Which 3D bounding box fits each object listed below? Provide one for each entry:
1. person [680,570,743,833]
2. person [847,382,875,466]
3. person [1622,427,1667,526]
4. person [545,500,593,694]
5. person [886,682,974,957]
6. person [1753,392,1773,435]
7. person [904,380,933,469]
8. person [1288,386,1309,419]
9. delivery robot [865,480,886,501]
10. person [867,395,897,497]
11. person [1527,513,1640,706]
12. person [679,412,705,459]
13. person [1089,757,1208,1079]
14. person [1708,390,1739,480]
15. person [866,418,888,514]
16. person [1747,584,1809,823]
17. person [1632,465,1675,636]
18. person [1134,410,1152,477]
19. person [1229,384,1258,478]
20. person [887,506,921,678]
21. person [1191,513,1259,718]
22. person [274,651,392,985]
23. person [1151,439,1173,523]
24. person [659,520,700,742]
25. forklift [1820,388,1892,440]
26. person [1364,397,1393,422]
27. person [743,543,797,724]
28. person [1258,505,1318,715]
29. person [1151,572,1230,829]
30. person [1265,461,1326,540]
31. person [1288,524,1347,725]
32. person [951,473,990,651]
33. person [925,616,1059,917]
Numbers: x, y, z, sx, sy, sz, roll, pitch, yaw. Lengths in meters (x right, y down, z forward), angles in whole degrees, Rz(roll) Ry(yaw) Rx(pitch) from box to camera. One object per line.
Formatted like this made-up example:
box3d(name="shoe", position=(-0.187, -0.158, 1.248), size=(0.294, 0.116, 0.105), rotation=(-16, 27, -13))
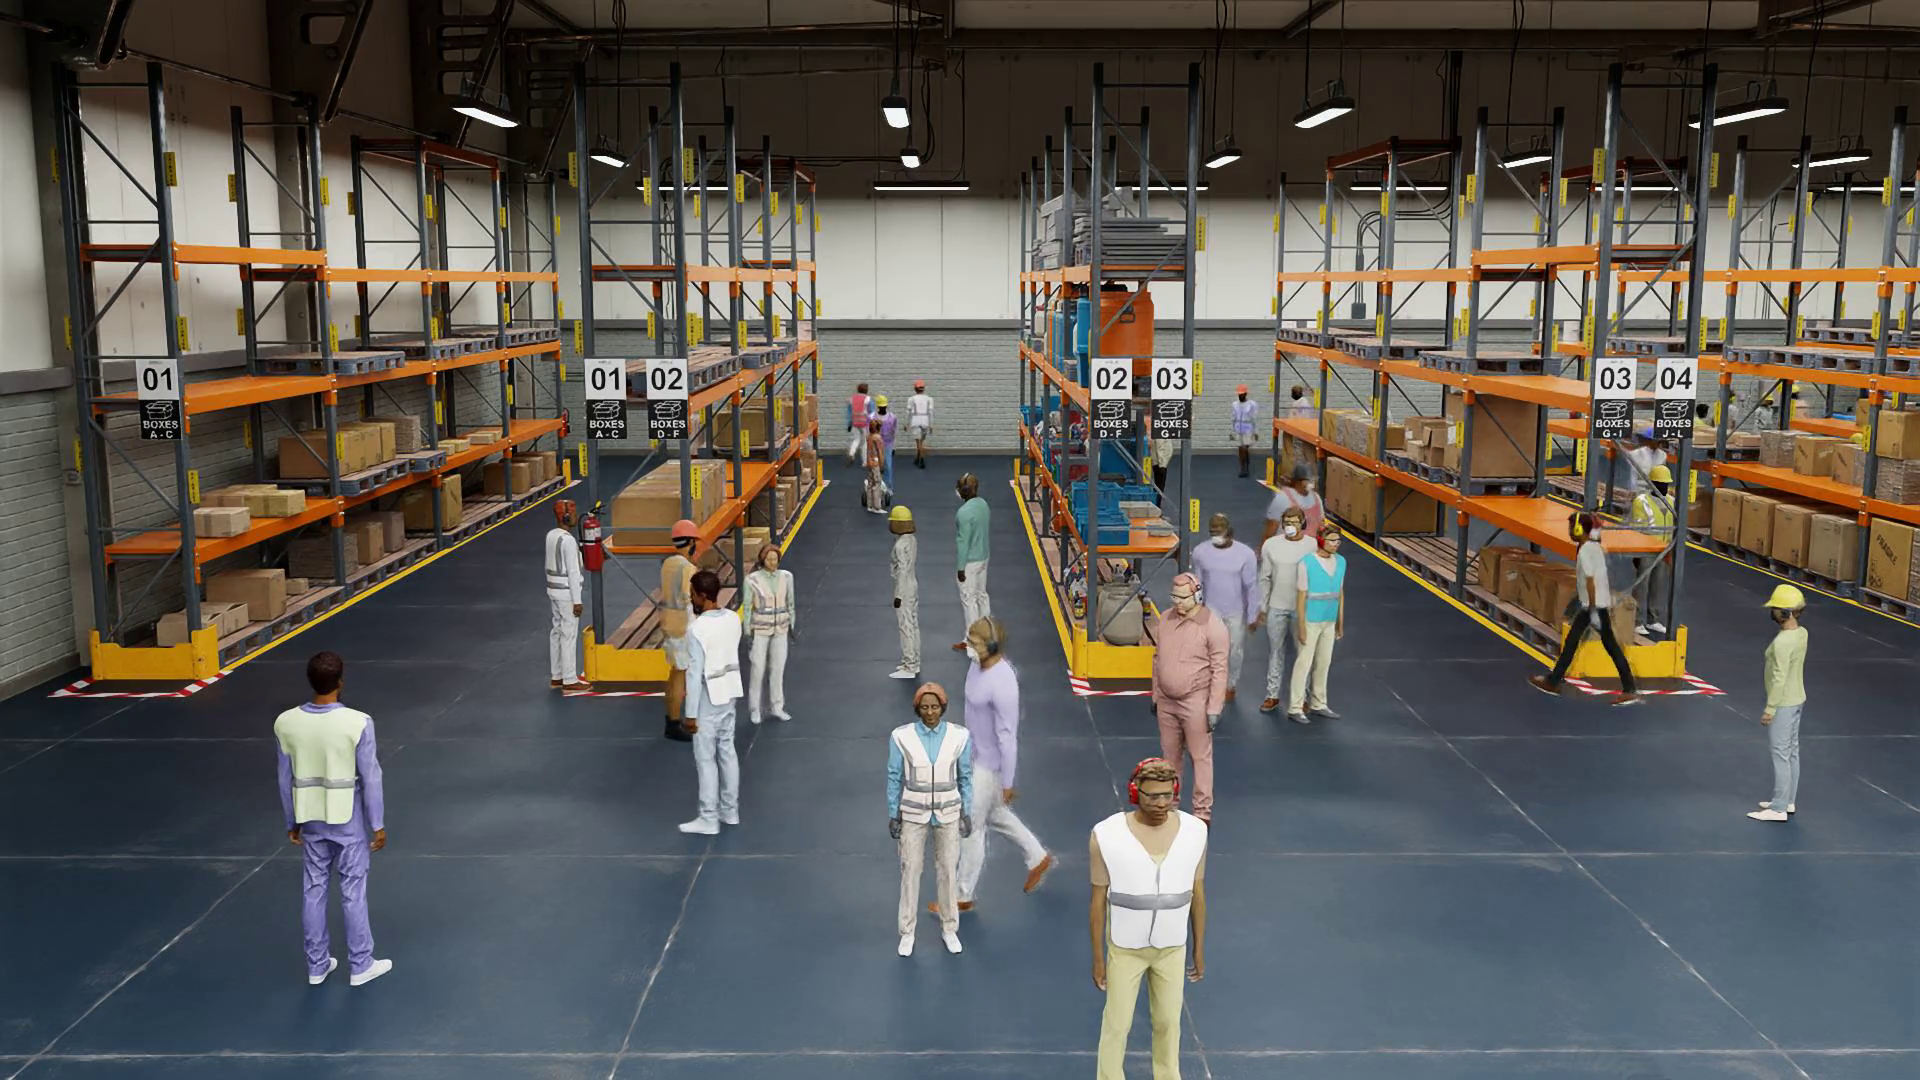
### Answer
box3d(name="person", position=(-1.781, 1.169, 12.057), size=(0.387, 1.911, 0.594), rotation=(4, 10, 26))
box3d(name="person", position=(-2.132, -2.477, 35.791), size=(0.643, 1.829, 0.521), rotation=(4, 10, 23))
box3d(name="person", position=(9.978, -0.721, 24.254), size=(0.616, 1.905, 0.997), rotation=(-1, 9, -9))
box3d(name="person", position=(-3.825, 0.544, 16.144), size=(0.337, 1.882, 0.584), rotation=(-6, 11, -36))
box3d(name="person", position=(-0.177, 1.644, 9.854), size=(0.520, 1.640, 0.307), rotation=(-1, 9, -7))
box3d(name="person", position=(16.432, -2.157, 34.006), size=(0.497, 1.735, 0.340), rotation=(-4, 10, -25))
box3d(name="person", position=(-0.841, -2.473, 35.612), size=(0.600, 1.888, 0.989), rotation=(-3, 9, -16))
box3d(name="person", position=(7.000, -2.297, 34.633), size=(0.620, 1.822, 0.642), rotation=(0, 9, 1))
box3d(name="delivery robot", position=(-1.516, -0.939, 29.634), size=(0.477, 0.478, 0.707), rotation=(-1, 9, -7))
box3d(name="person", position=(-1.474, -1.783, 31.132), size=(0.589, 1.882, 0.894), rotation=(-2, 9, -11))
box3d(name="person", position=(5.999, 0.654, 15.794), size=(1.104, 1.784, 0.500), rotation=(8, 12, 42))
box3d(name="person", position=(-4.718, -1.547, 29.236), size=(0.383, 1.996, 0.609), rotation=(6, 11, 34))
box3d(name="person", position=(0.861, 1.882, 7.716), size=(0.561, 1.836, 0.392), rotation=(-2, 9, -13))
box3d(name="person", position=(15.369, -2.114, 33.506), size=(0.526, 1.825, 0.927), rotation=(8, 12, 42))
box3d(name="person", position=(-1.449, -1.268, 28.574), size=(0.309, 1.645, 0.514), rotation=(-5, 10, -28))
box3d(name="person", position=(6.071, 1.201, 12.298), size=(0.308, 1.769, 0.525), rotation=(8, 12, 41))
box3d(name="person", position=(7.850, 0.110, 18.799), size=(0.587, 1.927, 0.369), rotation=(-4, 10, -22))
box3d(name="person", position=(3.677, -1.898, 32.742), size=(0.524, 1.615, 0.721), rotation=(0, 9, -3))
box3d(name="person", position=(5.719, -2.200, 33.678), size=(0.587, 1.914, 0.586), rotation=(6, 11, 35))
box3d(name="person", position=(-0.580, 0.519, 16.758), size=(0.322, 1.742, 0.493), rotation=(2, 9, 12))
box3d(name="person", position=(2.456, 0.666, 15.402), size=(0.647, 1.880, 1.021), rotation=(3, 9, 21))
box3d(name="person", position=(-3.542, 1.574, 9.401), size=(0.597, 1.921, 0.383), rotation=(1, 9, 7))
box3d(name="person", position=(3.347, -1.251, 27.387), size=(0.415, 1.985, 0.611), rotation=(2, 9, 11))
box3d(name="person", position=(-2.400, 0.788, 14.513), size=(0.434, 1.915, 0.653), rotation=(-6, 11, -33))
box3d(name="forklift", position=(20.072, -3.110, 36.462), size=(1.873, 2.768, 1.129), rotation=(0, 9, 0))
box3d(name="person", position=(8.233, -1.987, 32.790), size=(0.680, 1.782, 0.911), rotation=(-1, 9, -6))
box3d(name="person", position=(-1.724, 0.836, 15.063), size=(0.518, 1.641, 0.313), rotation=(-5, 10, -32))
box3d(name="person", position=(3.053, 0.643, 15.333), size=(0.631, 1.940, 0.372), rotation=(4, 10, 25))
box3d(name="person", position=(1.623, 1.173, 12.042), size=(0.407, 1.904, 0.639), rotation=(-8, 12, -43))
box3d(name="person", position=(3.827, 0.056, 18.784), size=(0.705, 2.000, 1.032), rotation=(-6, 11, -34))
box3d(name="person", position=(3.236, 0.748, 15.024), size=(0.579, 1.832, 0.403), rotation=(-6, 11, -33))
box3d(name="person", position=(0.130, 0.242, 17.952), size=(0.364, 1.933, 0.630), rotation=(4, 10, 25))
box3d(name="person", position=(0.218, 1.406, 10.515), size=(0.876, 1.914, 0.643), rotation=(-2, 9, -11))
